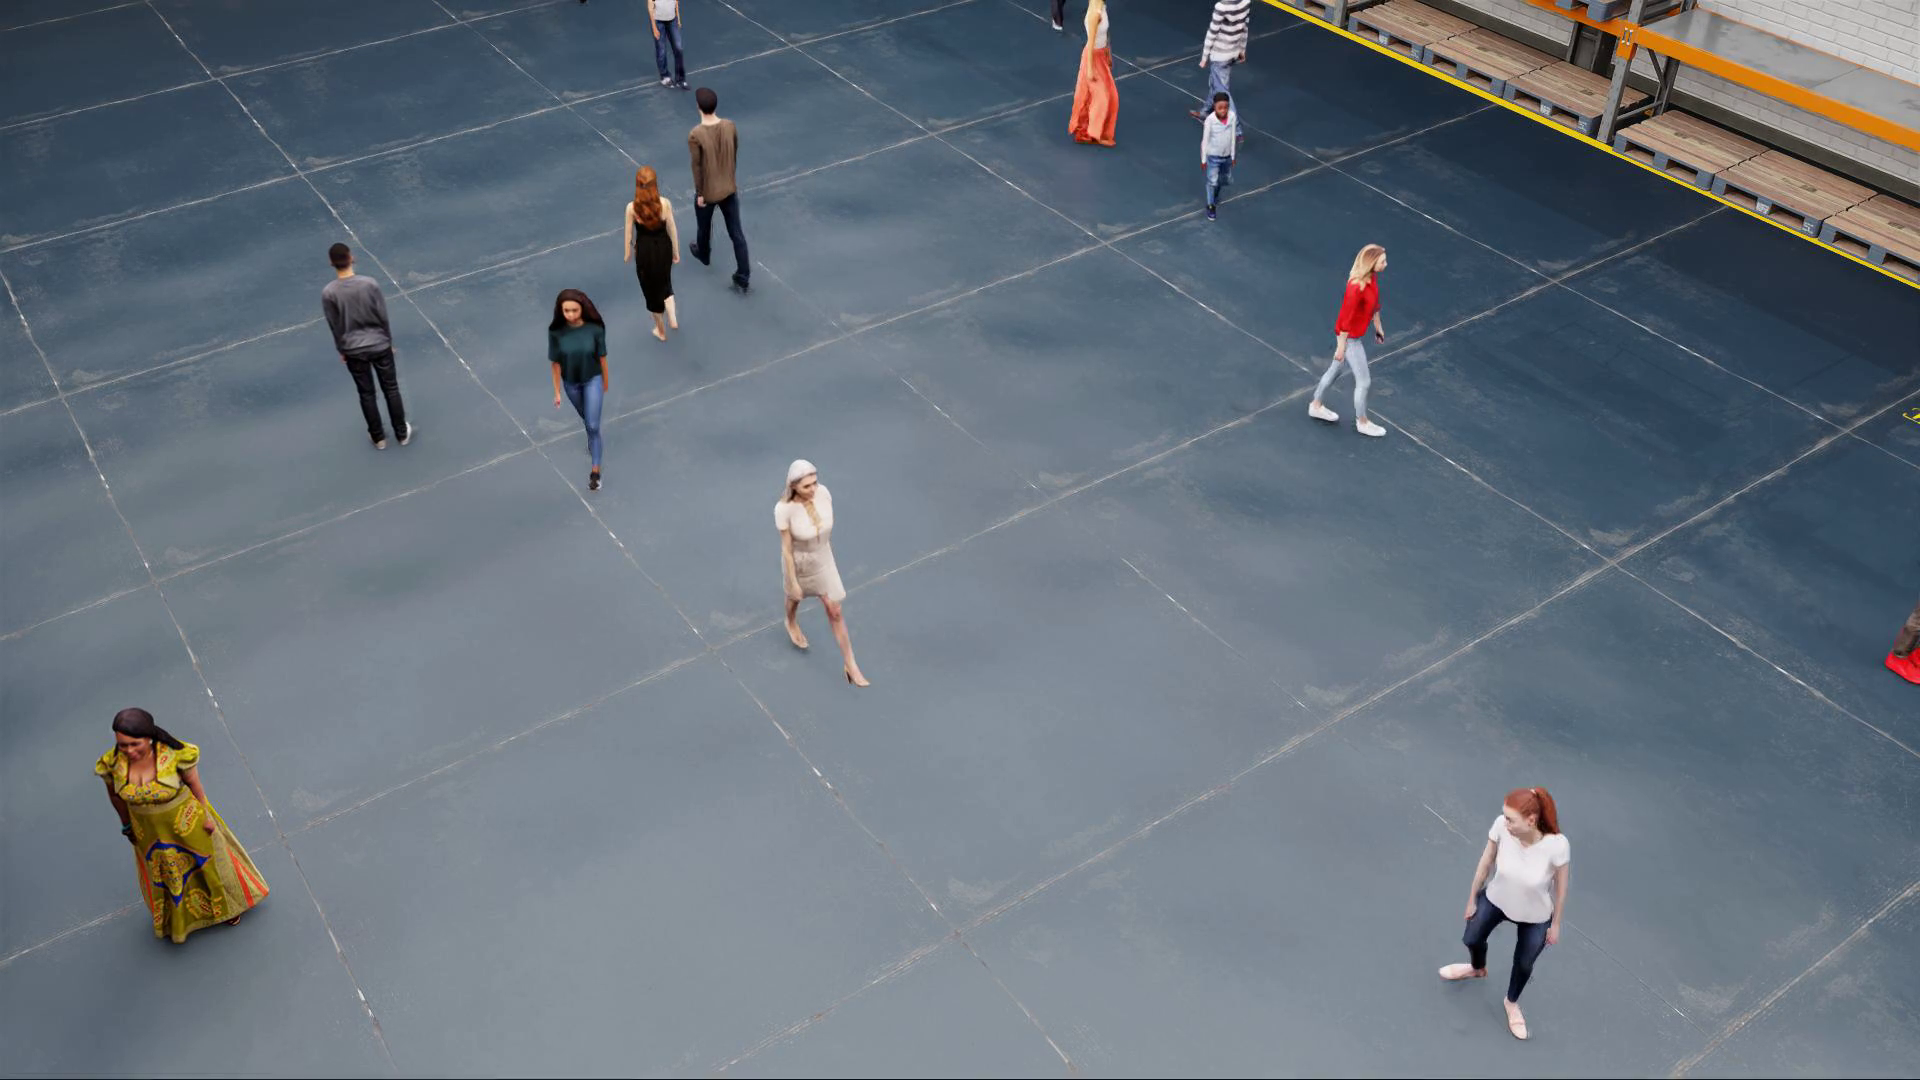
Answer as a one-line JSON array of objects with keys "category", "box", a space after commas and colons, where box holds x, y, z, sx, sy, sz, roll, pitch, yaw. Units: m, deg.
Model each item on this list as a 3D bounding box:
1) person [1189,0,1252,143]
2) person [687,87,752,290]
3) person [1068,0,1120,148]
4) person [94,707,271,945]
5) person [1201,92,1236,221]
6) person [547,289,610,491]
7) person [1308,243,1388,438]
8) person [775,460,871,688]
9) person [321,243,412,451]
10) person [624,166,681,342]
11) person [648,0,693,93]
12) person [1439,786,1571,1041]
[{"category": "person", "box": [2.838, -5.055, 17.480, 0.735, 1.805, 1.188, -29, 47, -31]}, {"category": "person", "box": [-2.155, -3.134, 15.049, 0.664, 1.838, 1.153, -24, 45, -27]}, {"category": "person", "box": [1.316, -5.001, 17.423, 0.939, 1.792, 0.870, 10, 40, 12]}, {"category": "person", "box": [-4.426, 1.561, 9.312, 0.955, 1.660, 0.919, -10, 40, -13]}, {"category": "person", "box": [2.551, -3.828, 16.389, 0.651, 1.250, 0.789, -8, 39, -9]}, {"category": "person", "box": [-2.931, -1.265, 12.919, 0.978, 1.574, 1.194, -3, 39, -4]}, {"category": "person", "box": [3.052, -1.632, 13.298, 1.023, 1.676, 0.890, 15, 41, 18]}, {"category": "person", "box": [-1.077, 0.158, 11.048, 0.677, 1.687, 1.159, -28, 47, -31]}, {"category": "person", "box": [-4.669, -1.514, 13.084, 0.671, 1.759, 0.635, -12, 40, -15]}, {"category": "person", "box": [-2.604, -2.410, 14.321, 0.612, 1.614, 0.632, -20, 43, -23]}, {"category": "person", "box": [-3.361, -5.850, 18.686, 0.555, 1.541, 0.735, -23, 44, -26]}, {"category": "person", "box": [2.954, 1.935, 8.788, 0.687, 1.730, 0.853, 12, 40, 15]}]
